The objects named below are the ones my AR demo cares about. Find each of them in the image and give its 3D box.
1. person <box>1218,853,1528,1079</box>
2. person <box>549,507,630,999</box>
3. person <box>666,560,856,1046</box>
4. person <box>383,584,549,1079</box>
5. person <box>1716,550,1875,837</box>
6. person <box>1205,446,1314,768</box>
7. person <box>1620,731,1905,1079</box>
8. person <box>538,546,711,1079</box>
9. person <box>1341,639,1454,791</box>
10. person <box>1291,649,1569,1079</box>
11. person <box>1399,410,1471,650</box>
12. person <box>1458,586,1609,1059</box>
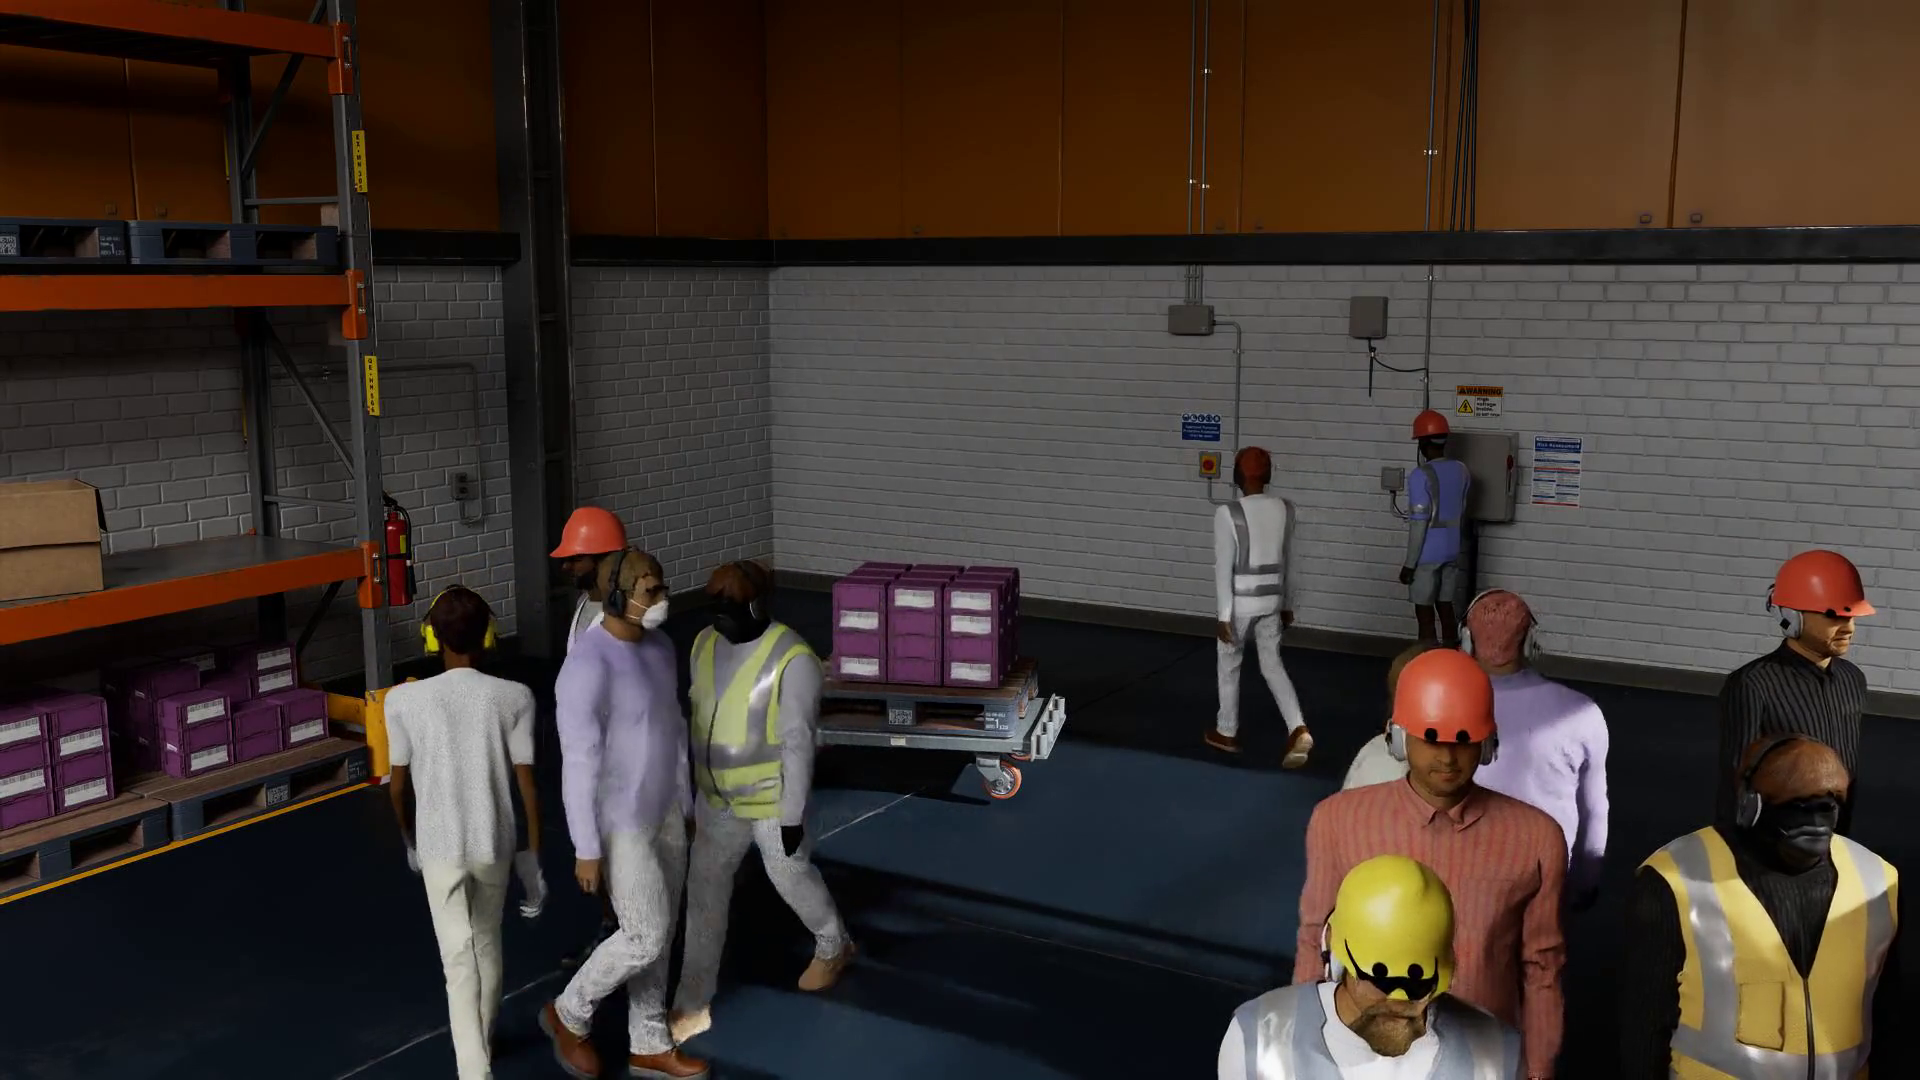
[{"bbox_3d":[0.744,1.446,3.072,0.586,1.824,0.403,1,9,4],"label":"person"},{"bbox_3d":[-1.410,0.828,6.575,0.356,1.937,0.552,-6,11,-35],"label":"person"},{"bbox_3d":[-0.760,0.943,6.316,0.637,1.799,0.965,7,11,36],"label":"person"},{"bbox_3d":[-1.632,1.066,5.555,0.480,1.810,1.050,-4,10,-26],"label":"person"},{"bbox_3d":[2.615,1.013,5.241,0.612,1.996,0.388,-5,10,-27],"label":"person"},{"bbox_3d":[1.749,0.386,9.627,0.583,1.856,0.877,-4,10,-24],"label":"person"},{"bbox_3d":[1.827,1.326,3.815,0.621,1.835,0.430,0,9,0],"label":"person"},{"bbox_3d":[-1.146,0.968,5.734,0.488,1.923,0.639,3,9,16],"label":"person"},{"bbox_3d":[1.078,1.210,4.331,0.476,1.894,0.737,3,9,16],"label":"person"},{"bbox_3d":[1.086,1.227,3.898,0.635,1.993,0.393,2,9,10],"label":"person"},{"bbox_3d":[3.155,0.095,11.174,0.542,1.930,0.374,-7,11,-36],"label":"person"},{"bbox_3d":[1.699,1.073,5.263,0.646,1.867,0.895,3,10,17],"label":"person"}]
